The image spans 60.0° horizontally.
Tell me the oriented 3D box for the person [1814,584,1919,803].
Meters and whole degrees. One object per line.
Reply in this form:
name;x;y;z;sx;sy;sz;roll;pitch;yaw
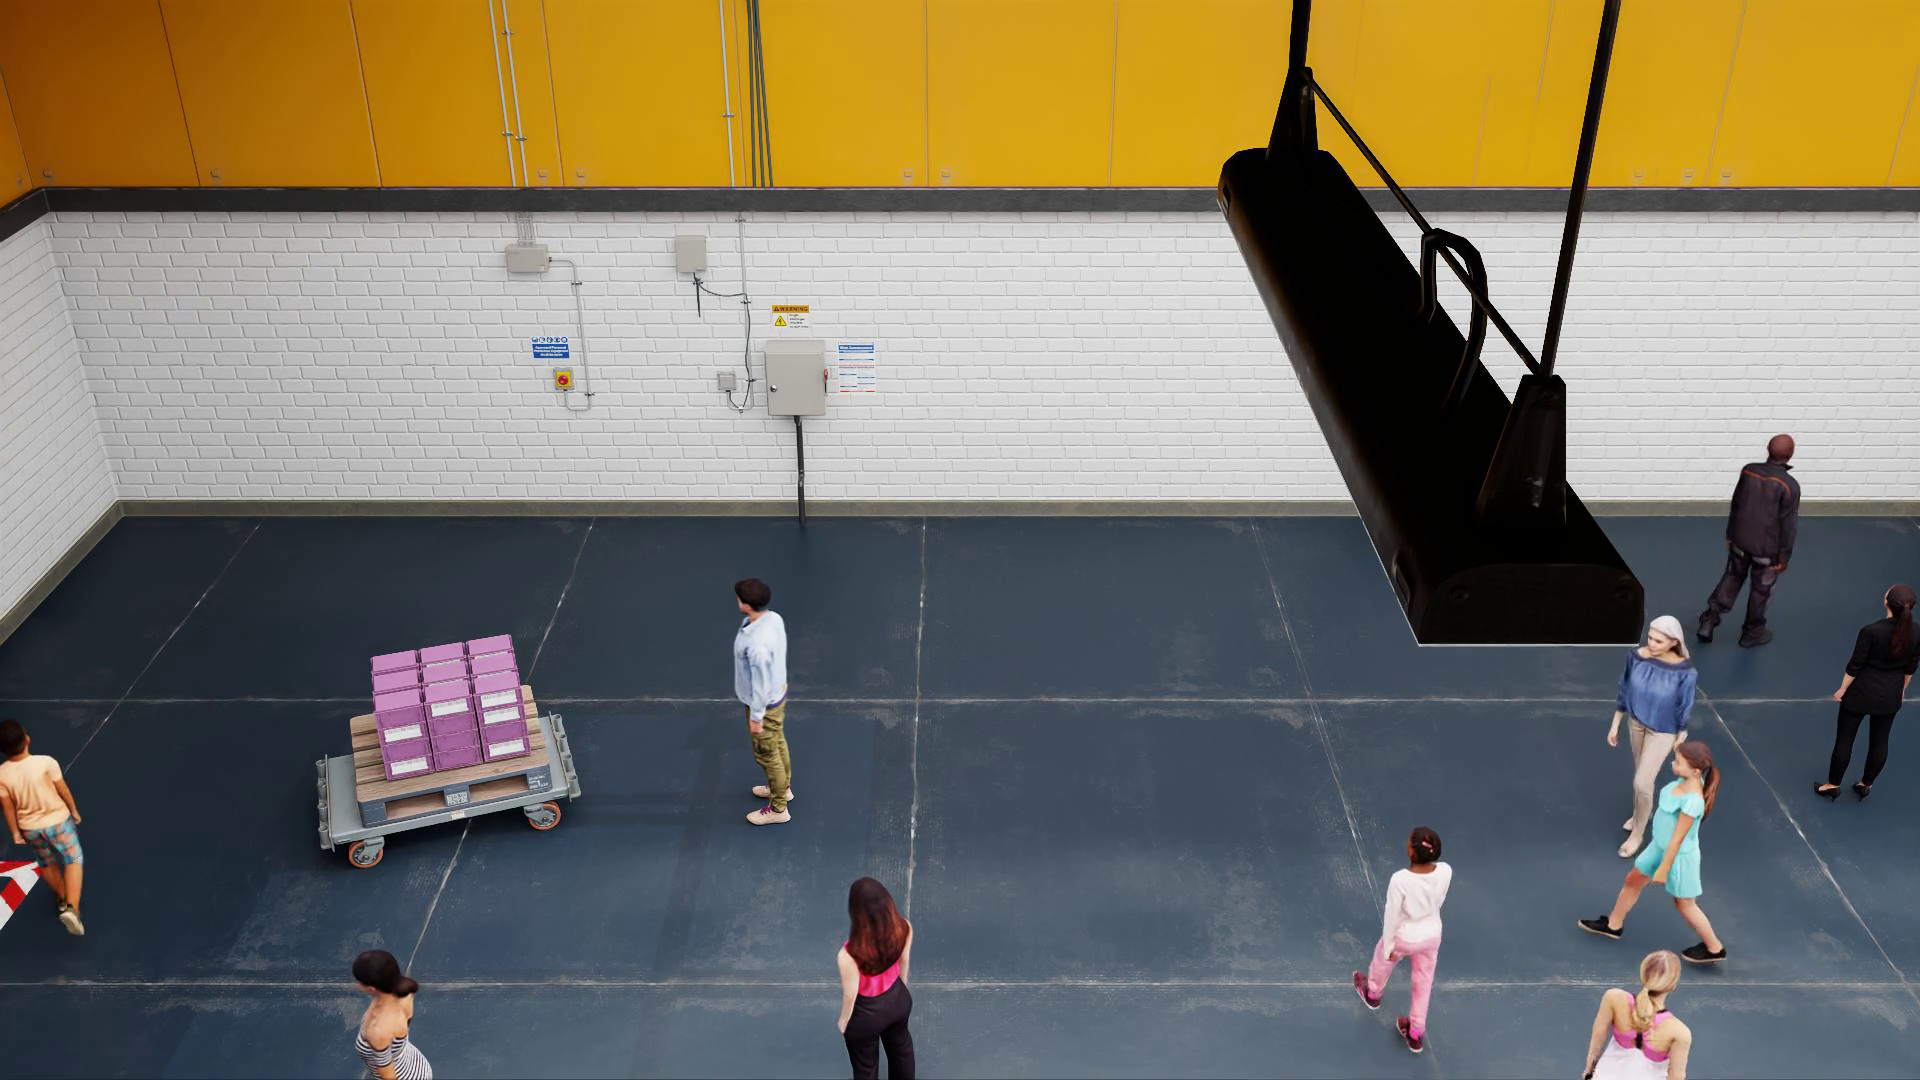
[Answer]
person;6.094;1.036;11.105;0.601;1.662;0.550;1;29;2

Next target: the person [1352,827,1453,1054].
person;2.541;2.219;9.185;0.644;1.422;0.871;-4;29;-7

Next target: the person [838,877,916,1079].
person;-0.433;2.410;8.581;0.663;1.665;0.705;-22;35;-34

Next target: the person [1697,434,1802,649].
person;6.103;0.007;12.787;1.015;1.856;0.994;-17;33;-28

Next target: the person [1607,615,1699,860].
person;4.541;1.194;10.799;0.902;1.676;0.864;-20;35;-32

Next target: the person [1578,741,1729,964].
person;4.268;1.867;9.730;0.851;1.519;1.072;10;30;18

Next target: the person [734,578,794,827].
person;-1.276;1.049;10.926;0.744;1.809;0.513;2;29;4

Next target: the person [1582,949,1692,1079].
person;3.131;2.706;7.922;0.834;1.778;0.903;23;36;36

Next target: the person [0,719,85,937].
person;-5.521;1.743;10.036;0.703;1.443;0.934;-10;30;-18

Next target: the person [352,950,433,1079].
person;-2.638;2.654;7.967;0.678;1.824;0.507;-3;29;-6
